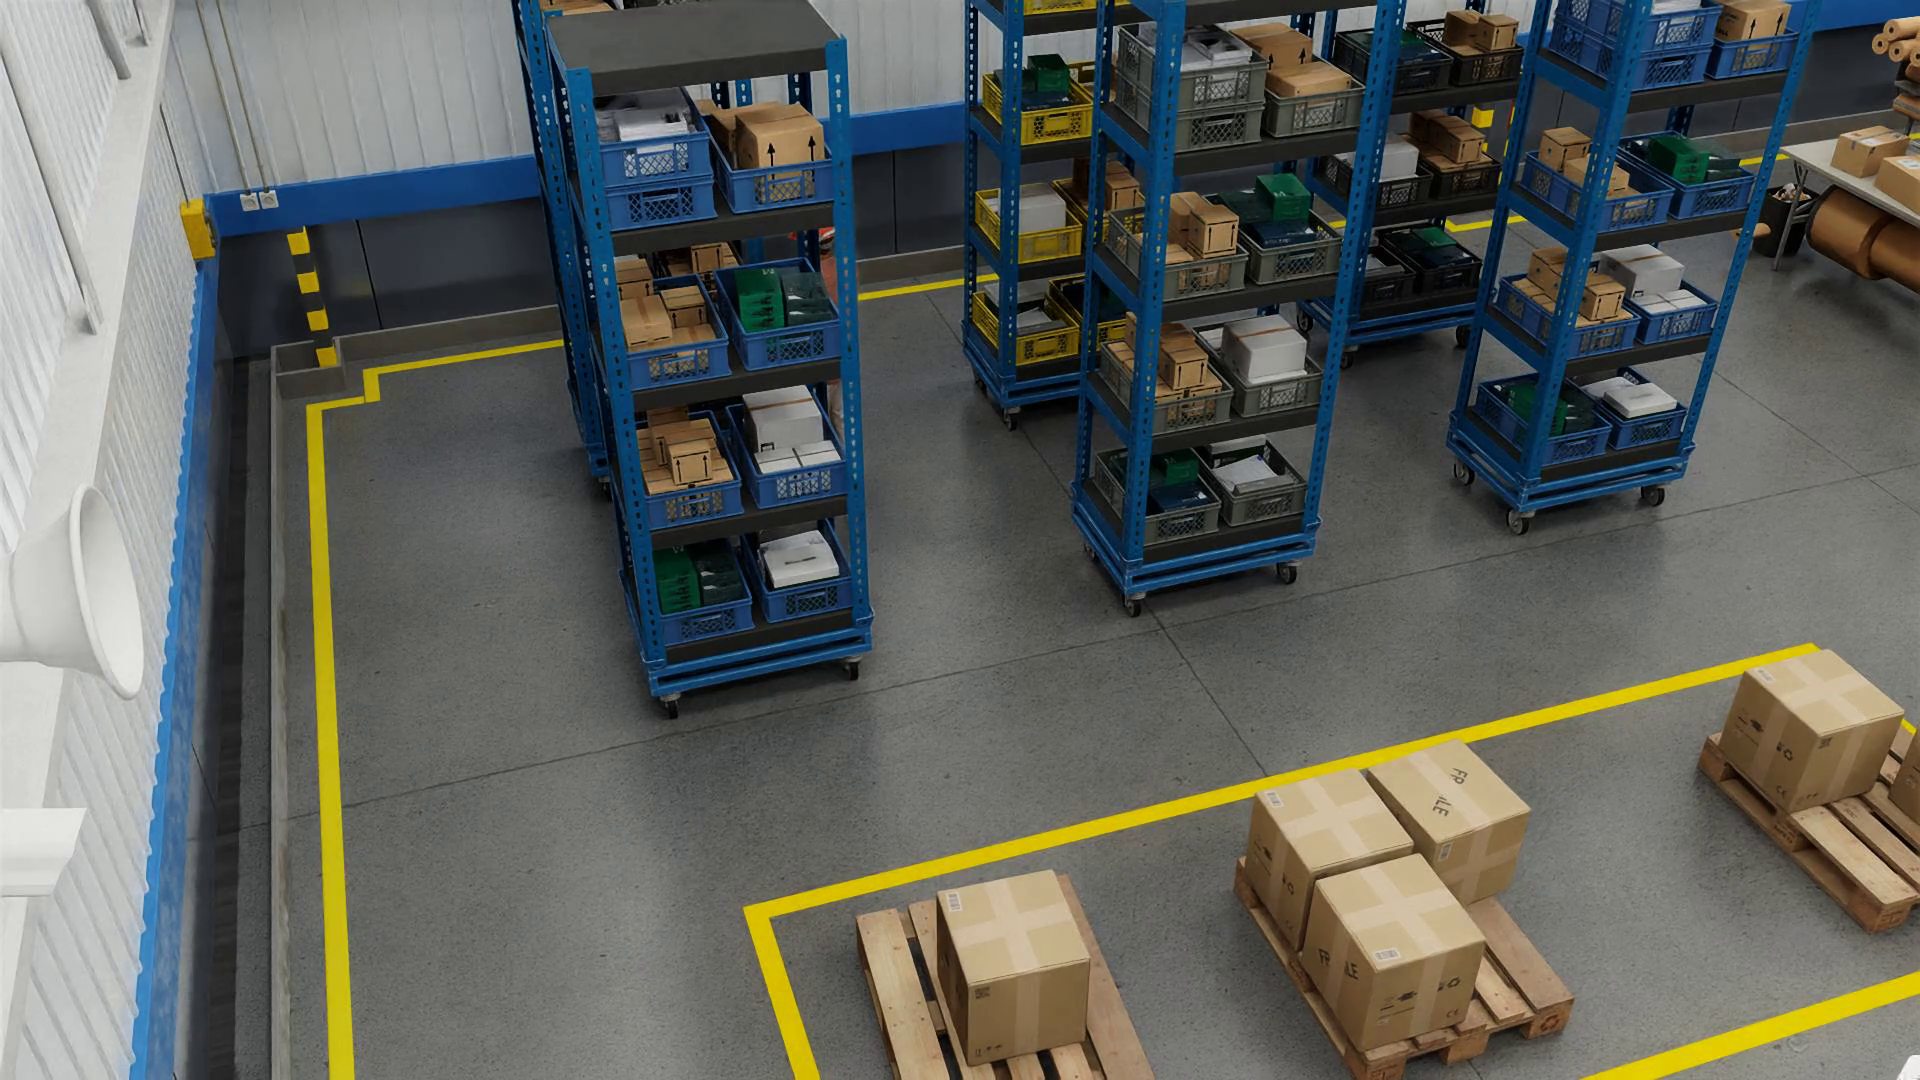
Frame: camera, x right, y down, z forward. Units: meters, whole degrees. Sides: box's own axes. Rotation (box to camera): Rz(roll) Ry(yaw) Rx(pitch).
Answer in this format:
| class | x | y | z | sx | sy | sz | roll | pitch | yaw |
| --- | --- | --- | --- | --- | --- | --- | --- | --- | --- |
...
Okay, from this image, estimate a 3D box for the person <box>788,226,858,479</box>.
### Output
| class | x | y | z | sx | sy | sz | roll | pitch | yaw |
| --- | --- | --- | --- | --- | --- | --- | --- | --- | --- |
| person | -0.828 | -1.072 | 10.085 | 0.411 | 1.979 | 0.630 | 17 | 39 | 23 |
